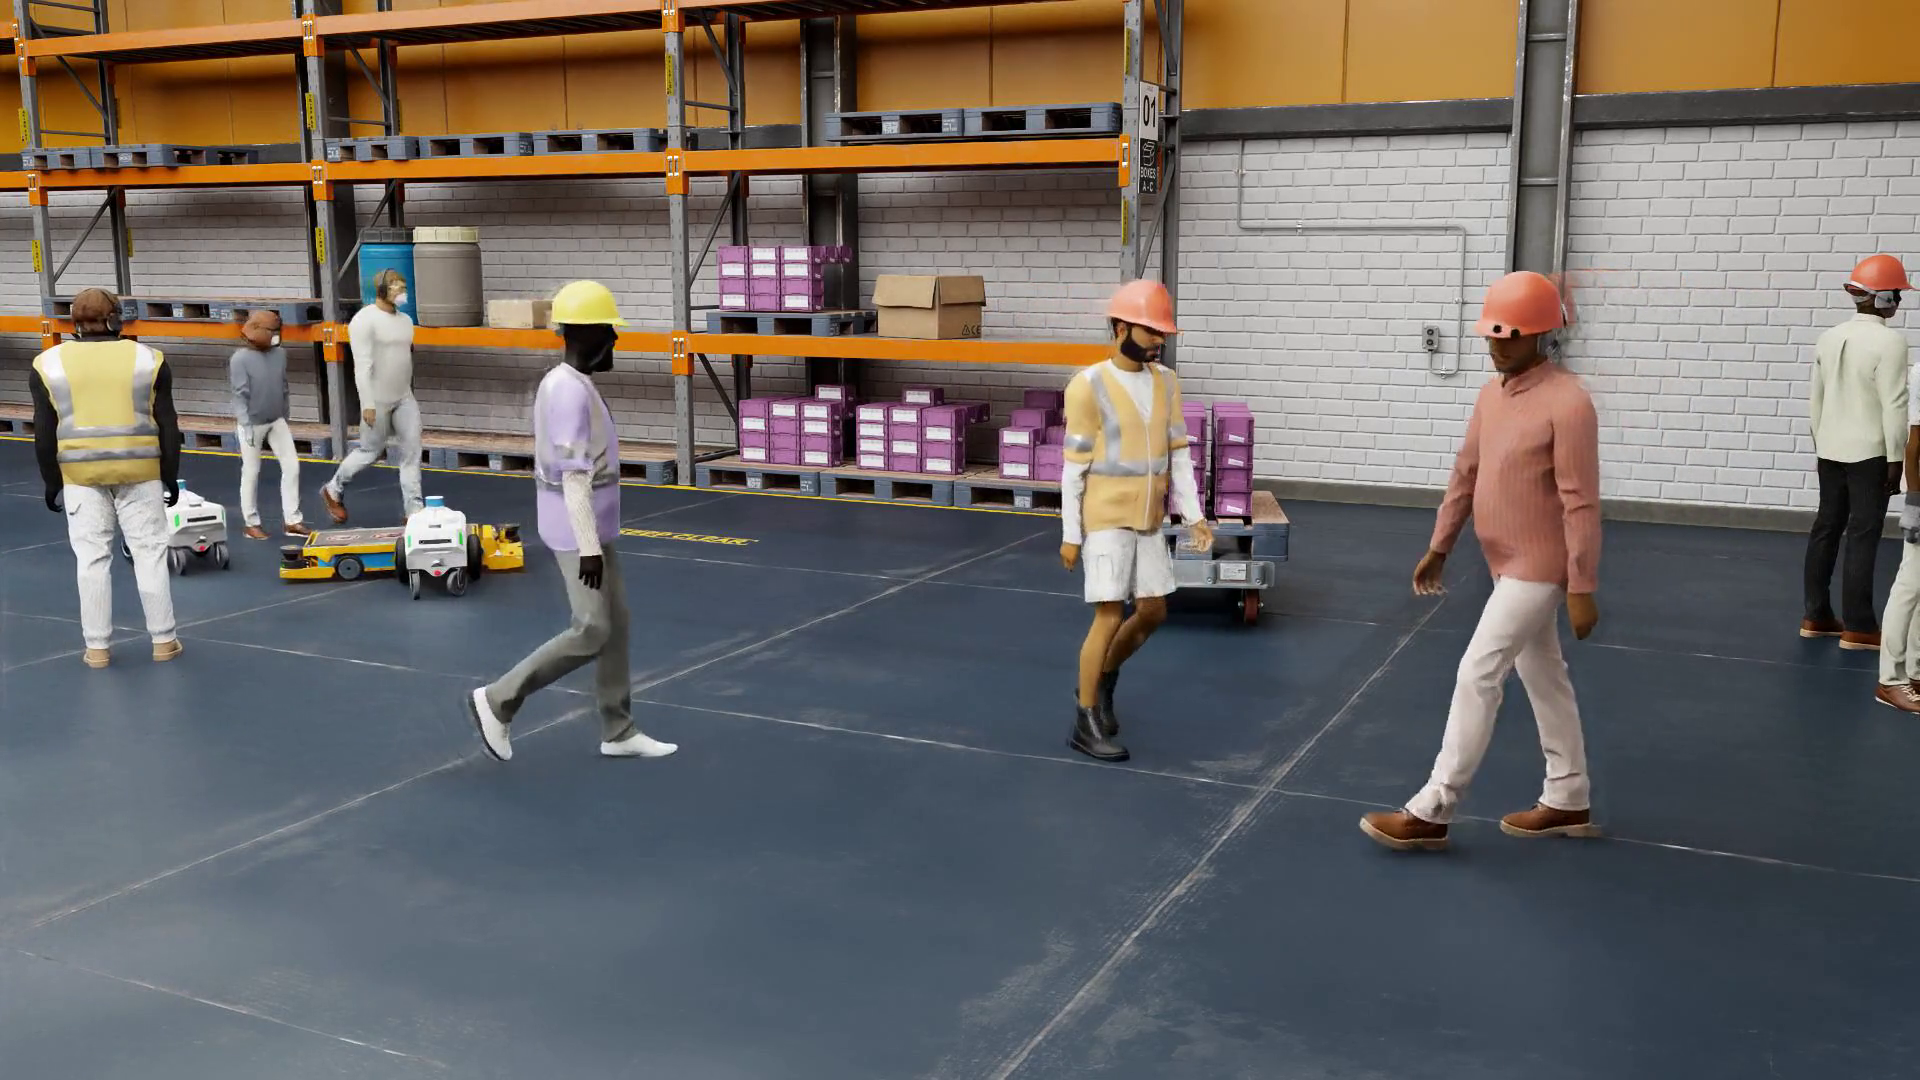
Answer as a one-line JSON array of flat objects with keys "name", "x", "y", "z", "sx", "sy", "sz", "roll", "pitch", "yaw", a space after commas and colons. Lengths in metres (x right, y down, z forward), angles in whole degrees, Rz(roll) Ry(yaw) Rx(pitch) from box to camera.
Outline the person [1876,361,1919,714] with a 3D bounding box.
[{"name": "person", "x": 4.333, "y": -0.174, "z": 7.317, "sx": 0.517, "sy": 1.864, "sz": 0.334, "roll": -6, "pitch": 11, "yaw": -29}]

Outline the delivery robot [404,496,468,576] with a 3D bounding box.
[{"name": "delivery robot", "x": -3.117, "y": -0.019, "z": 9.904, "sx": 0.477, "sy": 0.478, "sz": 0.707, "roll": -3, "pitch": 10, "yaw": -16}]

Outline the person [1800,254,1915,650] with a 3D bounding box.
[{"name": "person", "x": 4.594, "y": -0.445, "z": 8.486, "sx": 0.378, "sy": 1.996, "sz": 0.611, "roll": -2, "pitch": 10, "yaw": -11}]

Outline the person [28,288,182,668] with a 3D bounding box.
[{"name": "person", "x": -4.135, "y": -0.300, "z": 8.109, "sx": 0.625, "sy": 1.840, "sz": 0.430, "roll": -5, "pitch": 11, "yaw": -24}]

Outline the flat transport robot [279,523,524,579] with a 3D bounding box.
[{"name": "flat transport robot", "x": -3.515, "y": 0.059, "z": 10.539, "sx": 1.431, "sy": 0.197, "sz": 0.652, "roll": -3, "pitch": 10, "yaw": -16}]

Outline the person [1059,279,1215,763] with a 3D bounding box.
[{"name": "person", "x": 0.648, "y": -0.091, "z": 6.703, "sx": 0.558, "sy": 1.908, "sz": 0.594, "roll": -7, "pitch": 12, "yaw": -36}]

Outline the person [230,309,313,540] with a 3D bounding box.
[{"name": "person", "x": -4.785, "y": -0.784, "z": 11.520, "sx": 0.670, "sy": 1.609, "sz": 0.547, "roll": 5, "pitch": 11, "yaw": 28}]

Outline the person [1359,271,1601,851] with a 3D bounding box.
[{"name": "person", "x": 1.761, "y": 0.088, "z": 5.559, "sx": 0.969, "sy": 1.938, "sz": 0.645, "roll": 0, "pitch": 10, "yaw": -1}]

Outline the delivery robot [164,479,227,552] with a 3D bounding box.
[{"name": "delivery robot", "x": -4.984, "y": -0.143, "z": 10.611, "sx": 0.707, "sy": 0.478, "sz": 0.477, "roll": 9, "pitch": 13, "yaw": 42}]

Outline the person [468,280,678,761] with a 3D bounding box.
[{"name": "person", "x": -1.514, "y": -0.048, "z": 6.458, "sx": 0.706, "sy": 1.911, "sz": 0.596, "roll": -1, "pitch": 10, "yaw": -6}]

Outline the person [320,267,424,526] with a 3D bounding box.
[{"name": "person", "x": -4.231, "y": -1.016, "z": 12.055, "sx": 0.910, "sy": 1.909, "sz": 0.648, "roll": 4, "pitch": 11, "yaw": 22}]
